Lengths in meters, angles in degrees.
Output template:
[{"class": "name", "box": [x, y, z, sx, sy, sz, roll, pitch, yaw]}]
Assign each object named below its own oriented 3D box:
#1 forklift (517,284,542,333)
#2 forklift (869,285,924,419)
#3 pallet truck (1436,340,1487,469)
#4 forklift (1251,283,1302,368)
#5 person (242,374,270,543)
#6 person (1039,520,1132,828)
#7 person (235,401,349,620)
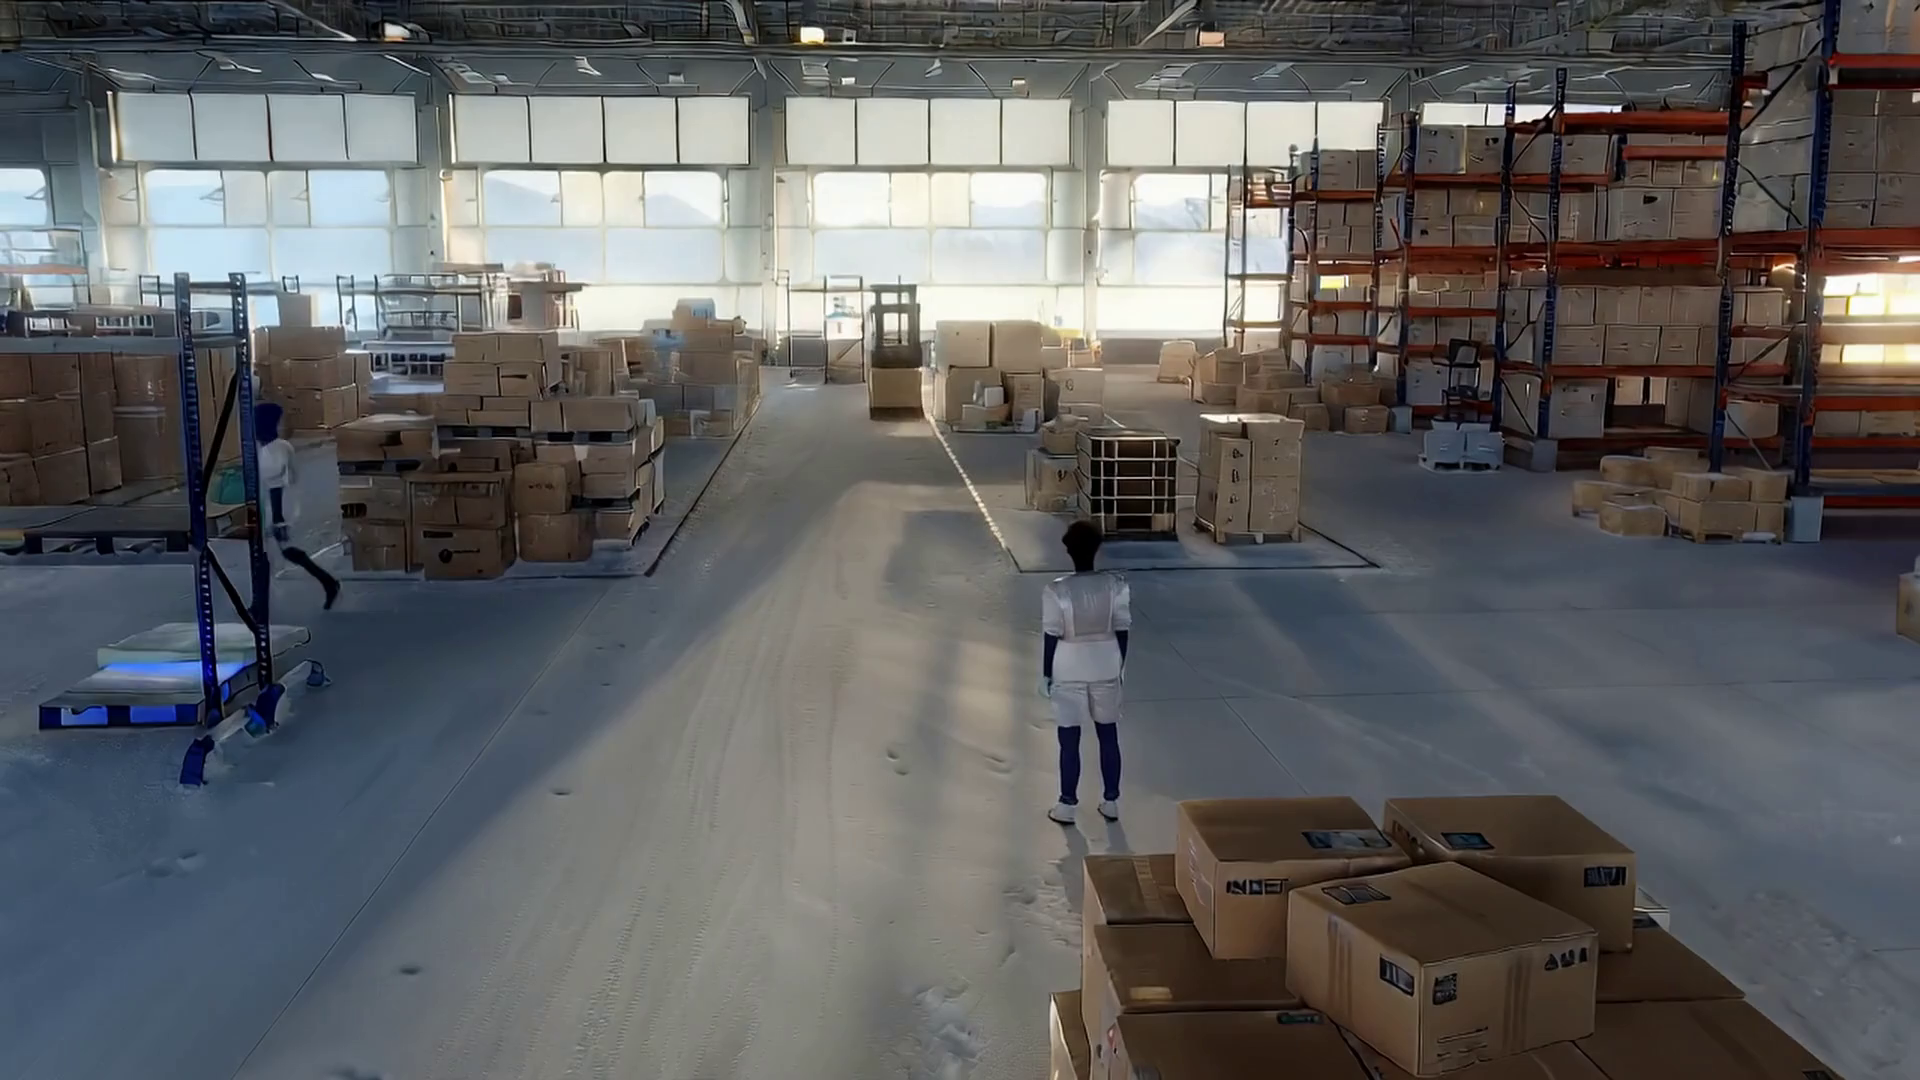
[{"class": "forklift", "box": [-9.394, -4.225, 36.556, 1.873, 2.768, 1.129, -1, 9, -4]}, {"class": "forklift", "box": [-1.353, -3.995, 35.116, 1.129, 2.768, 1.873, -1, 9, -4]}, {"class": "pallet truck", "box": [8.004, -2.170, 26.422, 0.823, 1.965, 1.885, 2, 9, 14]}, {"class": "forklift", "box": [8.502, -5.217, 42.786, 1.873, 2.768, 1.129, -1, 9, -4]}, {"class": "person", "box": [-7.917, -0.919, 18.816, 0.383, 1.917, 0.597, 1, 9, 4]}, {"class": "person", "box": [0.683, 0.735, 9.131, 0.531, 1.692, 0.320, -3, 9, -17]}, {"class": "person", "box": [-5.927, -0.259, 14.632, 0.874, 1.937, 0.606, -1, 9, -4]}]
